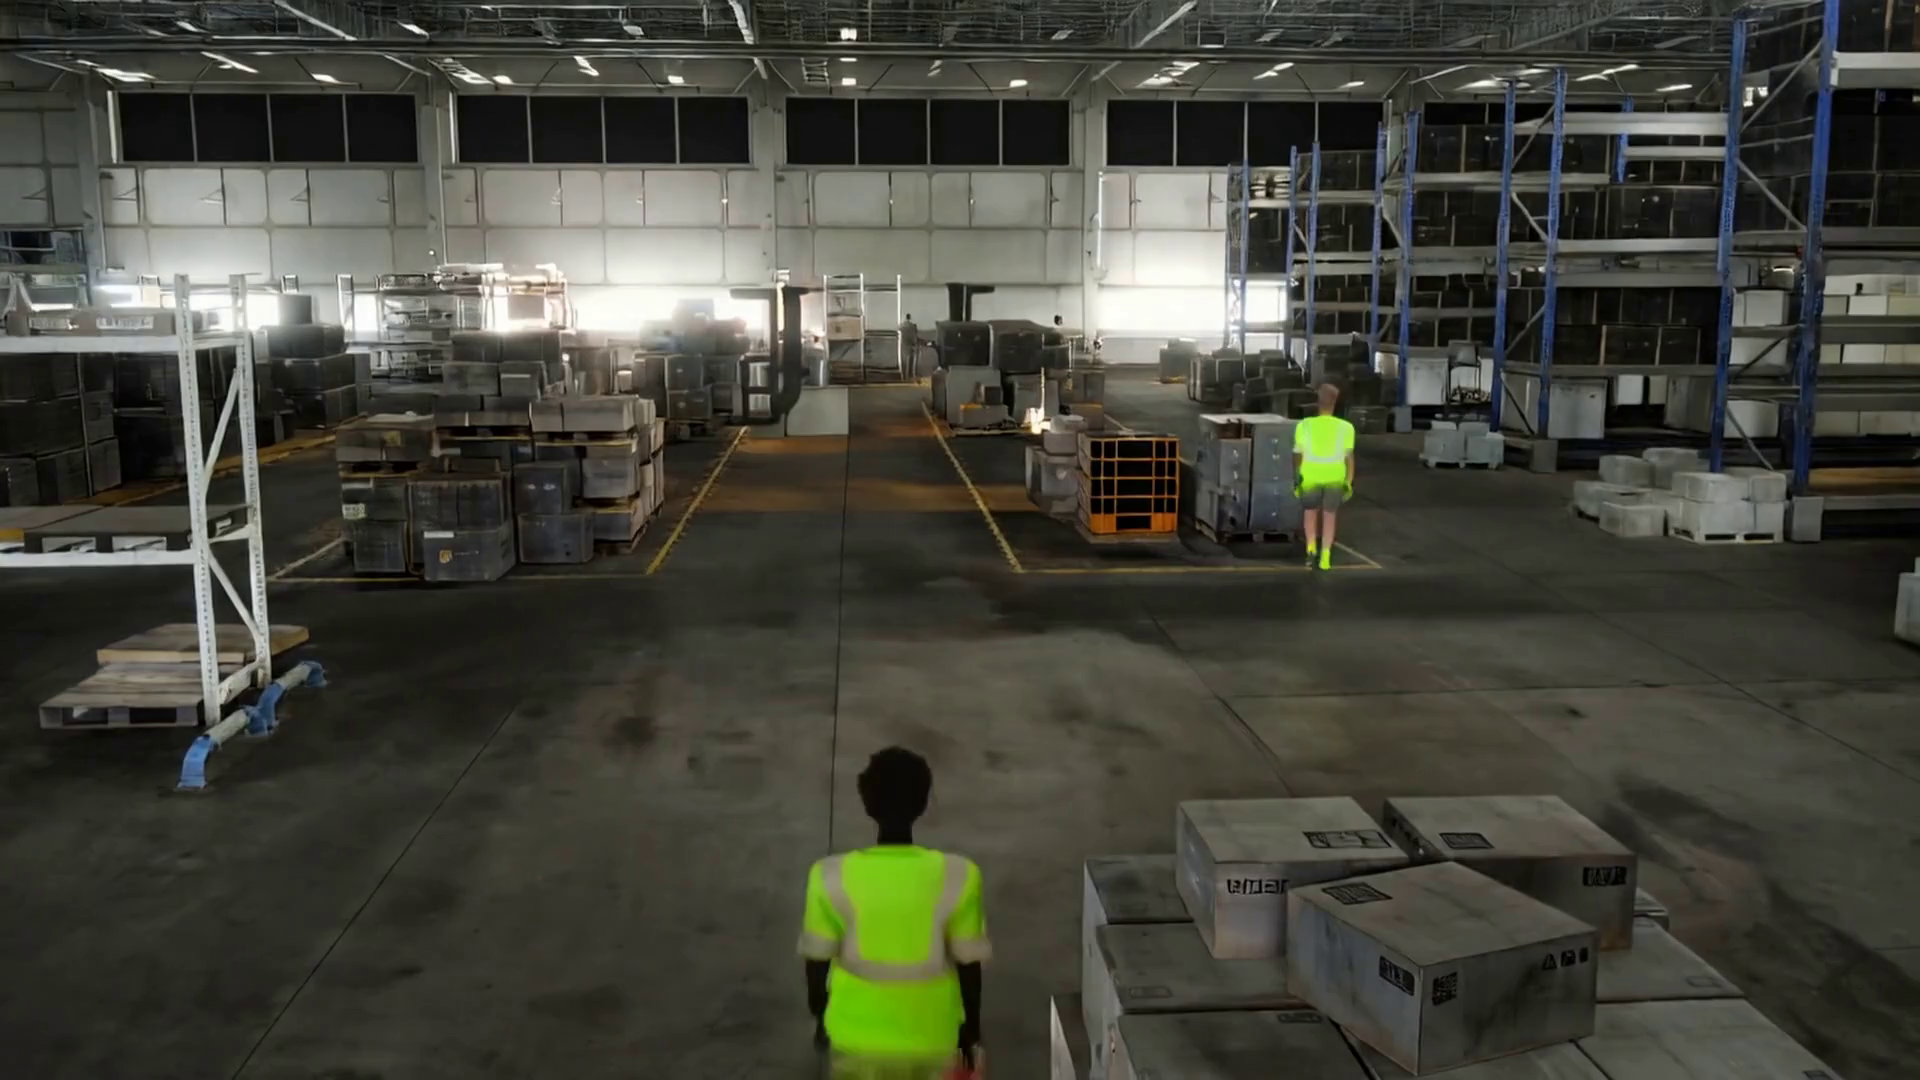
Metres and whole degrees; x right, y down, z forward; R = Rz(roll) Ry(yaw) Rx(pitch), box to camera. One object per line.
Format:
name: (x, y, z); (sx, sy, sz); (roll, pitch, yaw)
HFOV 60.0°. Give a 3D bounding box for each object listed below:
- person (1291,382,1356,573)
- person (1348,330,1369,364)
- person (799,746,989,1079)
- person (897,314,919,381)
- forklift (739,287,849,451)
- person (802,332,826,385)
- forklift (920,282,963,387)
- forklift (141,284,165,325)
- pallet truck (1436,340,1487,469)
person: (3.701, -0.633, 16.912); (0.628, 1.945, 0.425); (3, 9, 16)
person: (8.573, -3.556, 35.536); (0.891, 1.877, 0.655); (-4, 10, -24)
person: (-0.201, 1.411, 4.959); (0.546, 1.647, 0.881); (-1, 9, -4)
person: (-1.492, -5.475, 47.367); (0.627, 1.936, 0.372); (-1, 9, -3)
forklift: (-2.857, -2.959, 28.607); (1.873, 2.768, 1.129); (-1, 9, -4)
person: (-2.770, -2.834, 30.620); (0.611, 1.988, 0.391); (-1, 9, -3)
forklift: (-0.121, -5.568, 44.991); (1.873, 2.768, 1.129); (-1, 9, -4)
forklift: (-18.035, -4.341, 37.290); (1.873, 2.768, 1.129); (-5, 11, -30)
pallet truck: (8.004, -2.170, 26.422); (0.823, 1.965, 1.885); (2, 9, 14)
